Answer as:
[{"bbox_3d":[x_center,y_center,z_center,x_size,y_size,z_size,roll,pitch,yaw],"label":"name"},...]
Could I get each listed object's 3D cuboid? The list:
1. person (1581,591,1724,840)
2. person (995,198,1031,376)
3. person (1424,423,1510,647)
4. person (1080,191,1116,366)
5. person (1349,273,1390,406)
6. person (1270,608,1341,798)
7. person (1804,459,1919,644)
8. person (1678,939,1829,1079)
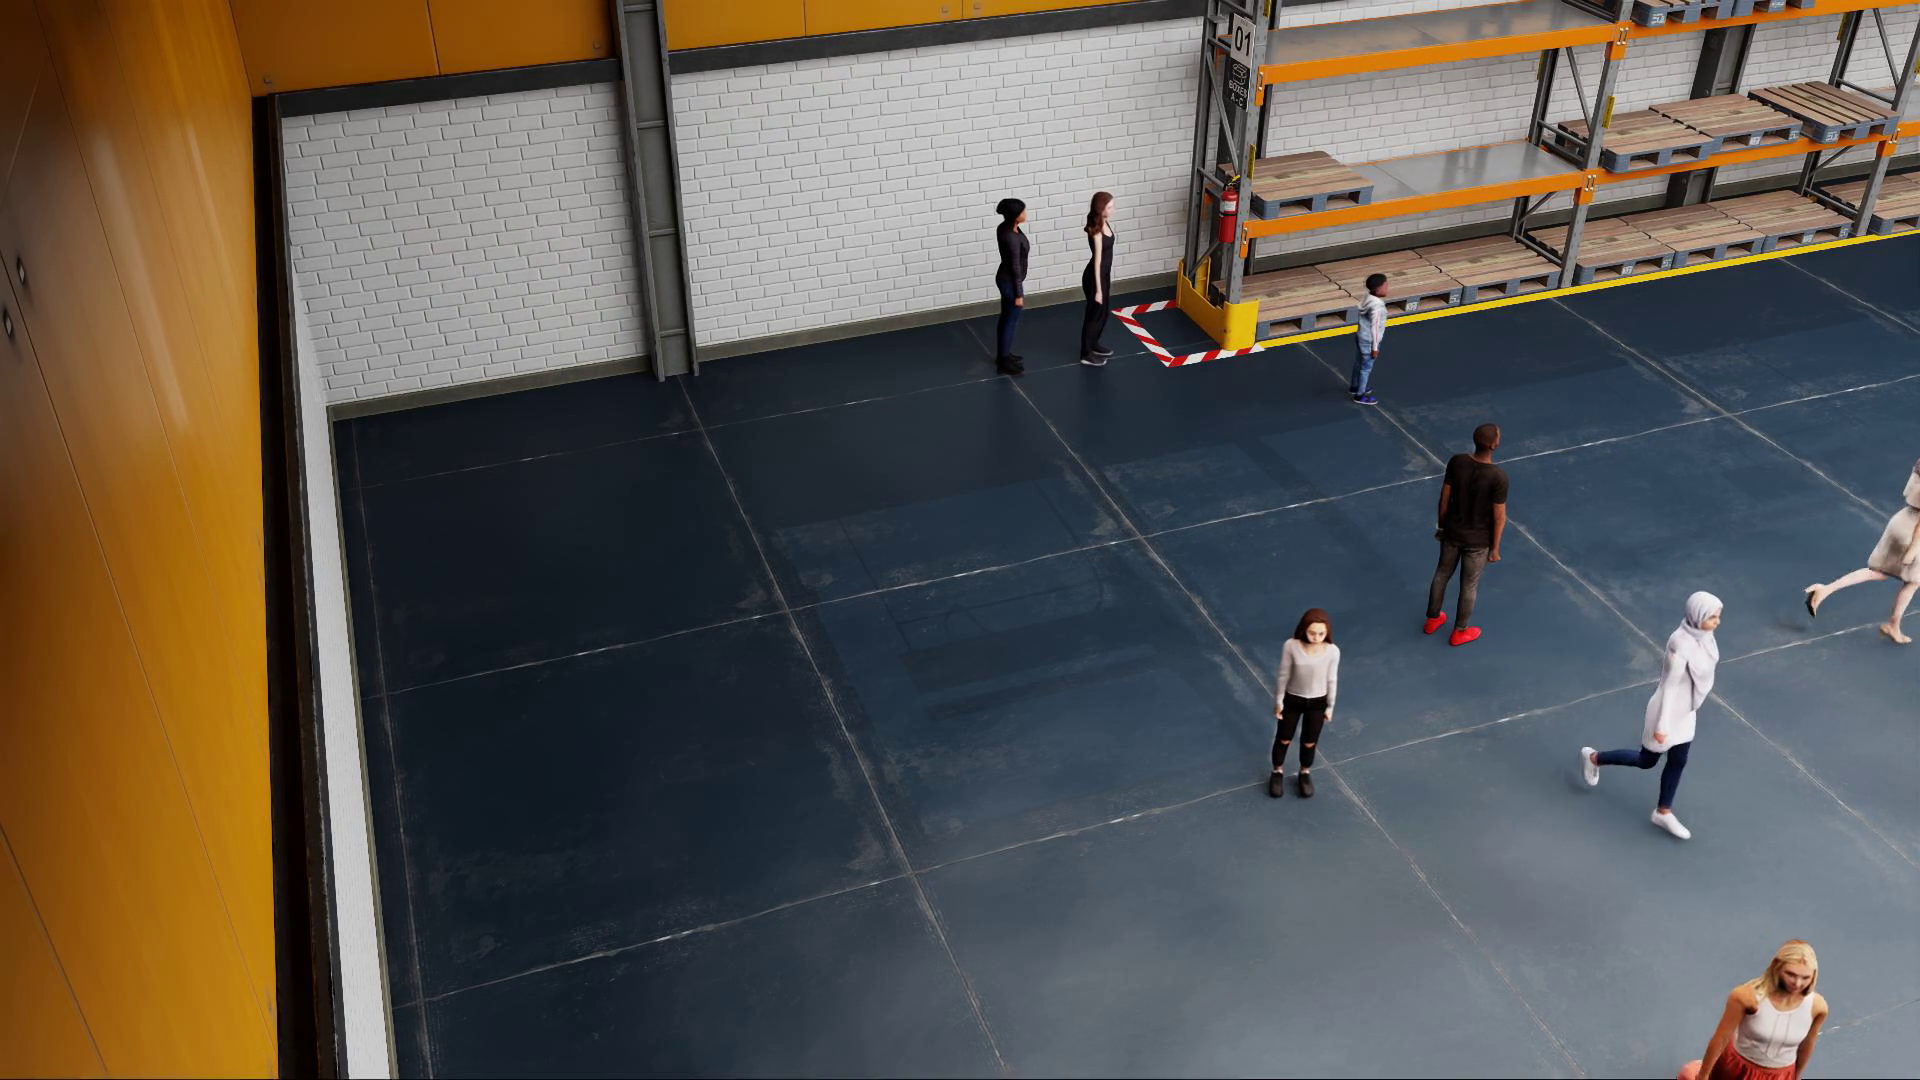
[{"bbox_3d":[4.406,1.051,10.483,1.043,1.757,0.882,-24,41,-32],"label":"person"},{"bbox_3d":[0.461,-2.393,15.675,0.598,1.746,0.659,-5,34,-7],"label":"person"},{"bbox_3d":[3.684,-0.053,12.101,0.725,1.805,0.691,28,43,35],"label":"person"},{"bbox_3d":[1.294,-2.499,15.838,0.703,1.742,0.674,9,35,13],"label":"person"},{"bbox_3d":[3.770,-1.879,15.341,0.559,1.260,0.539,-1,34,-2],"label":"person"},{"bbox_3d":[2.225,1.035,10.757,0.545,1.481,0.663,3,34,5],"label":"person"},{"bbox_3d":[6.758,0.019,12.079,1.137,1.709,0.957,7,34,11],"label":"person"},{"bbox_3d":[3.862,2.570,8.188,1.197,1.770,1.109,7,34,10],"label":"person"}]
